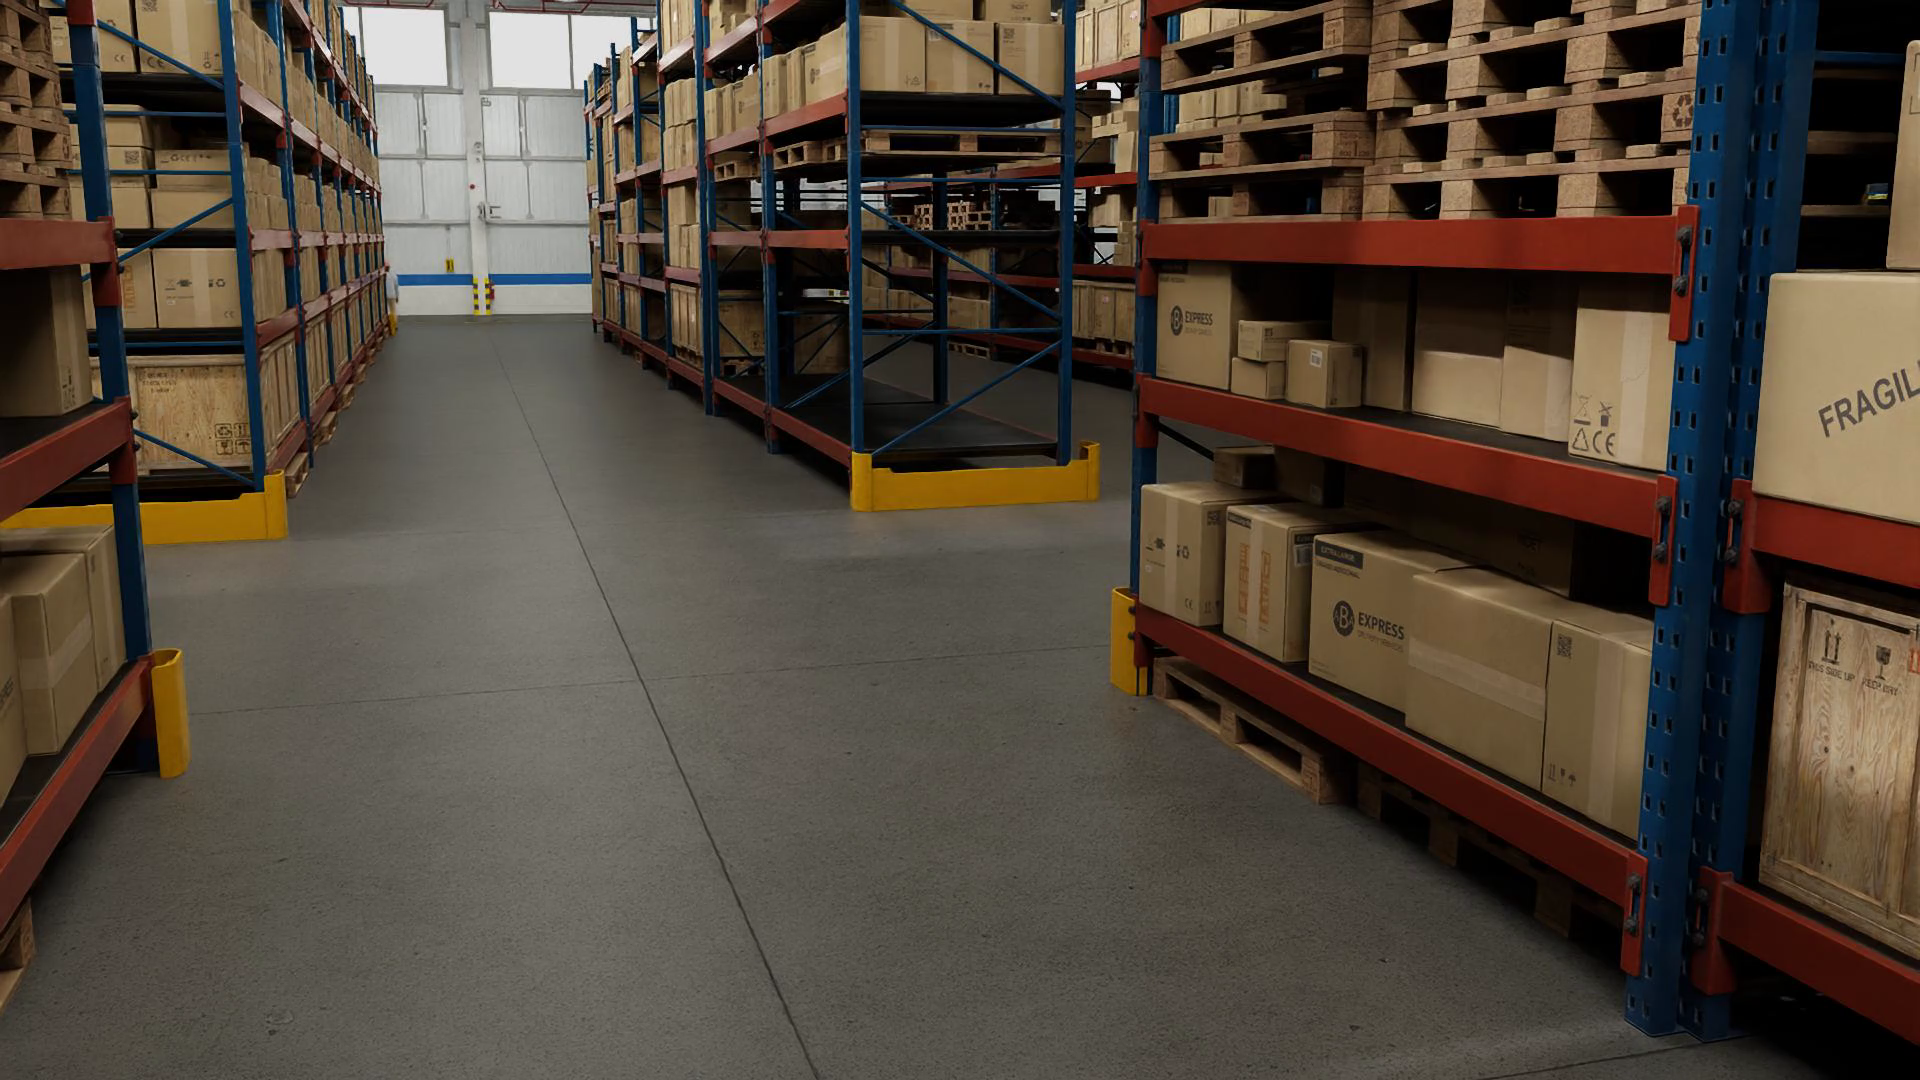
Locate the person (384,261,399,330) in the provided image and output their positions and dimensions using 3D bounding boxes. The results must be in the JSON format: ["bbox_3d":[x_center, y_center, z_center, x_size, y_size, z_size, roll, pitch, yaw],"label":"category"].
[{"bbox_3d":[-14.419,-6.146,41.872,0.352,1.745,0.571,9,13,40],"label":"person"}]

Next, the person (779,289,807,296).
[{"bbox_3d":[-3.694,-5.289,36.819,0.606,1.897,1.011,-2,11,-13],"label":"person"}]

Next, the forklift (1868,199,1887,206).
[{"bbox_3d":[11.338,-2.915,21.052,1.129,2.768,1.873,-3,11,-17],"label":"forklift"}]
